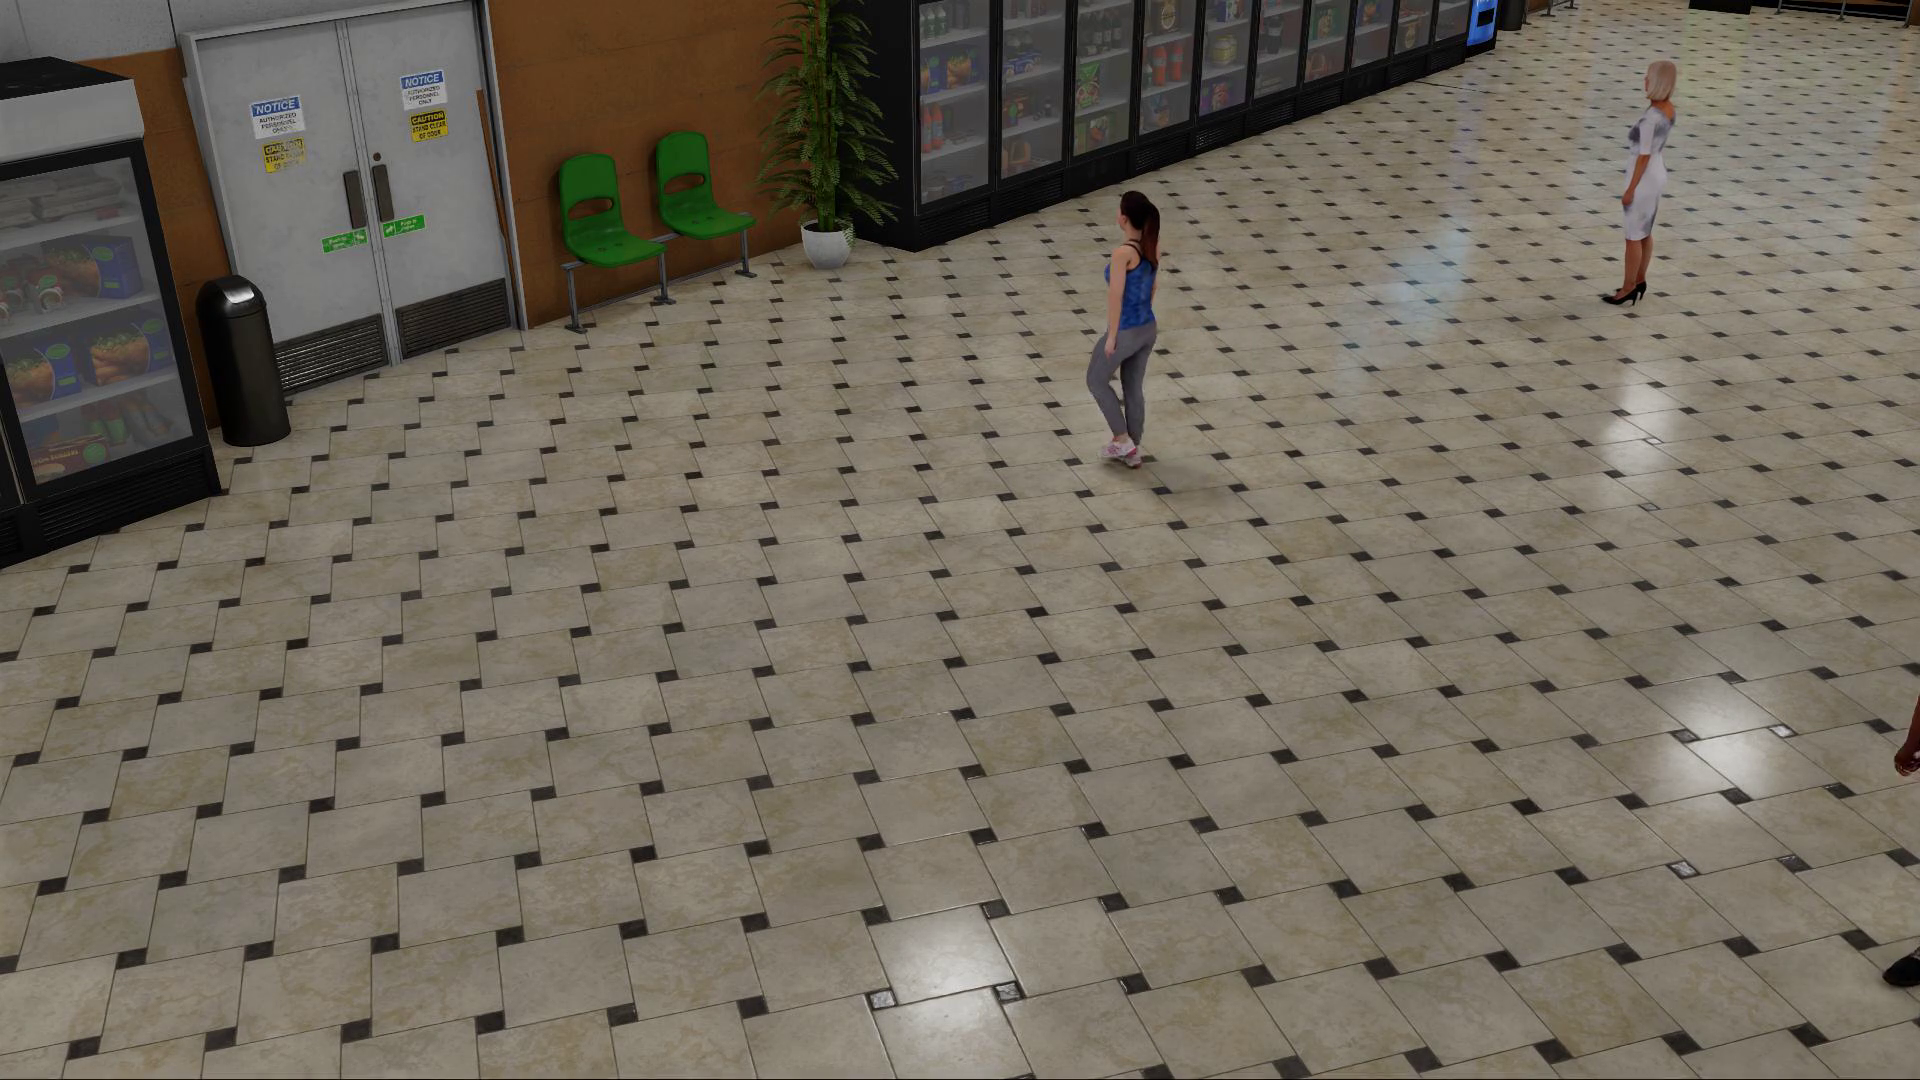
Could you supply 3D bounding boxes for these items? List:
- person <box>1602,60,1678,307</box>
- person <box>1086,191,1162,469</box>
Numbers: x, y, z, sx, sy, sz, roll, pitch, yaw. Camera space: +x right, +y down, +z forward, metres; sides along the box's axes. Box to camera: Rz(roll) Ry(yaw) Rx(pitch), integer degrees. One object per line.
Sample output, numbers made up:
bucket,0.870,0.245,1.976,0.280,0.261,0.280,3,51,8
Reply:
person,4.934,-2.563,11.982,0.498,1.750,0.562,22,34,36
person,0.996,-1.141,9.346,0.603,1.598,0.613,-23,35,-38
